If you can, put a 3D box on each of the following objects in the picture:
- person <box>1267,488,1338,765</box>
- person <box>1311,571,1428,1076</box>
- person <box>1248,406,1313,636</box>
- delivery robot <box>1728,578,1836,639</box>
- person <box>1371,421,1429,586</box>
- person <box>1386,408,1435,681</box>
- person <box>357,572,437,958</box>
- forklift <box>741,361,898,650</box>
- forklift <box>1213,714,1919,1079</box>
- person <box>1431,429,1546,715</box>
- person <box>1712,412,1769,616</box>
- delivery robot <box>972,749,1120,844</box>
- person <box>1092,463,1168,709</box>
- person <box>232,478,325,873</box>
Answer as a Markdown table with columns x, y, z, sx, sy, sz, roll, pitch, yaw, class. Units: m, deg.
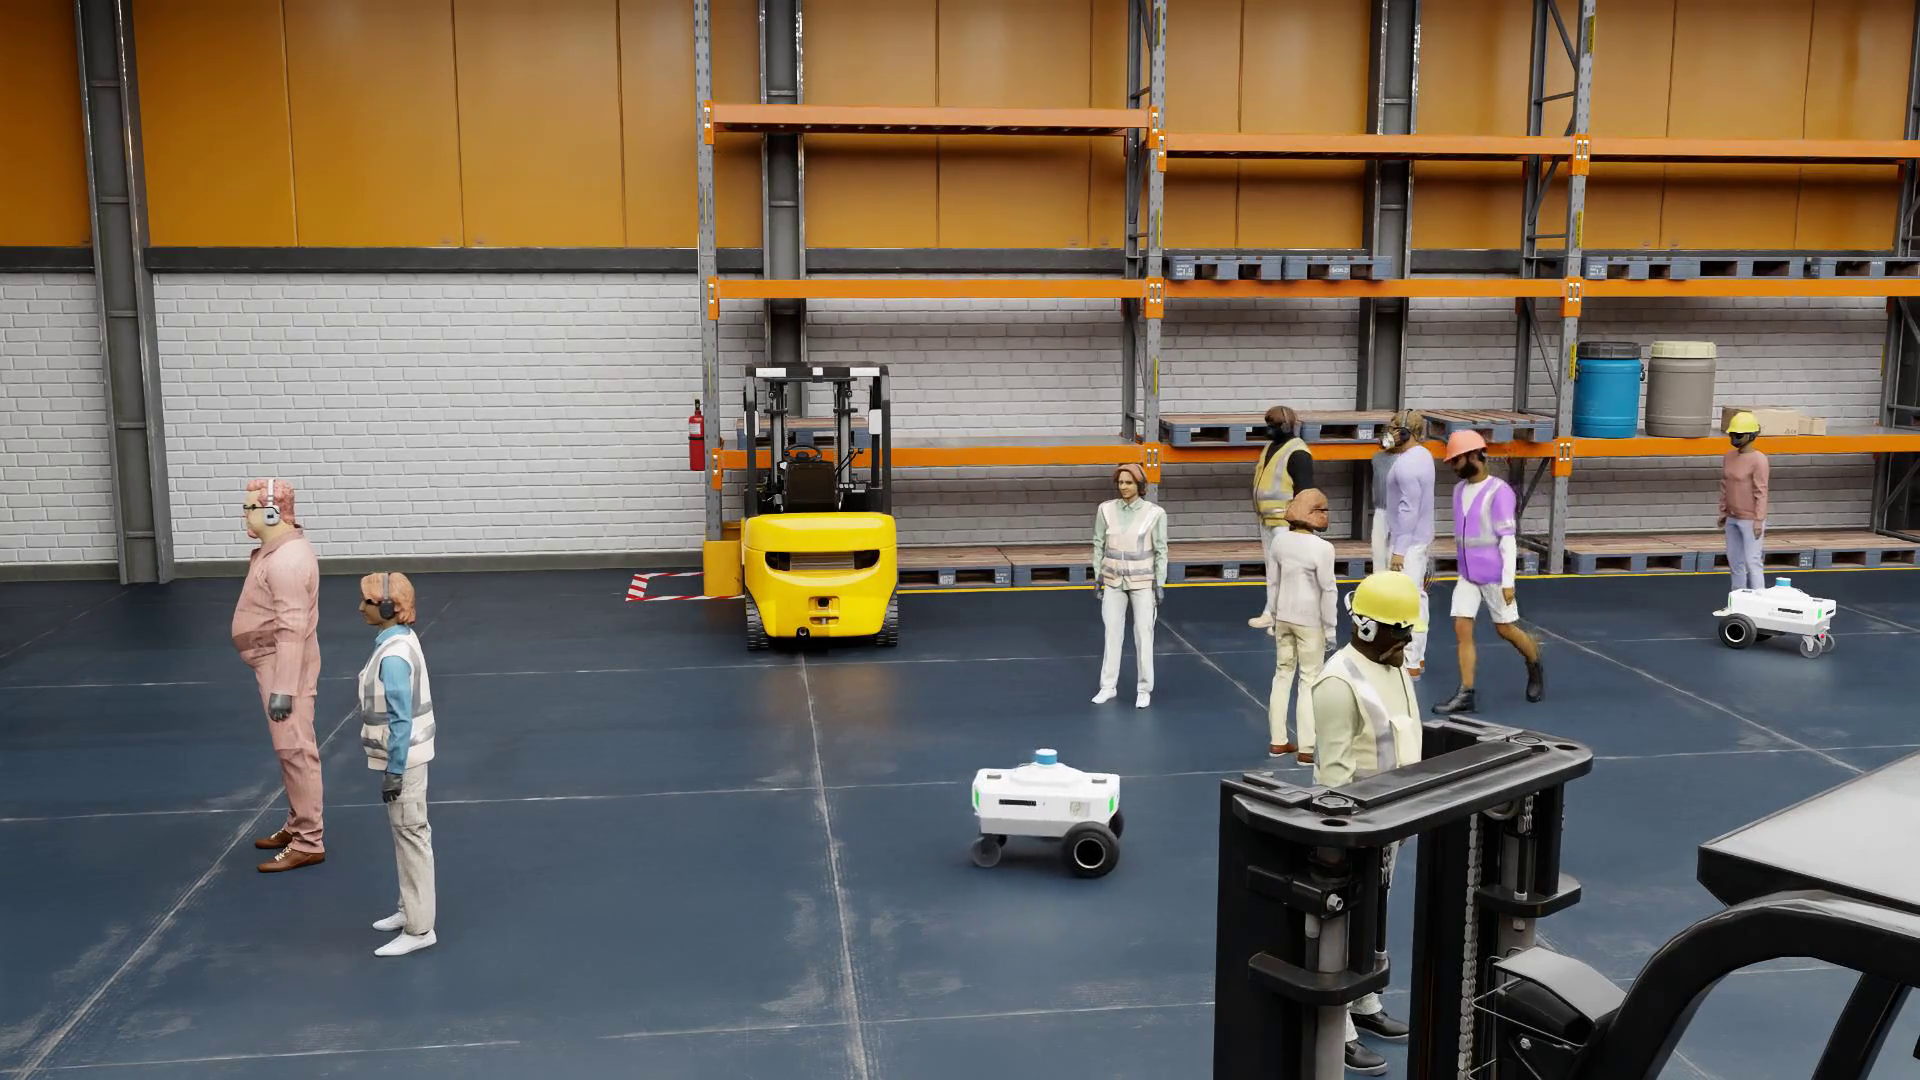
| x | y | z | sx | sy | sz | roll | pitch | yaw | class |
| --- | --- | --- | --- | --- | --- | --- | --- | --- | --- |
| 2.028 | 0.506 | 9.829 | 0.275 | 1.631 | 0.507 | -6 | 11 | -33 | person |
| 1.503 | 1.010 | 6.097 | 0.403 | 1.823 | 0.586 | 6 | 11 | 34 | person |
| 2.560 | -0.160 | 13.344 | 0.429 | 1.839 | 0.633 | -3 | 9 | -16 | person |
| 6.289 | 0.532 | 12.734 | 0.477 | 0.478 | 0.707 | -9 | 13 | -44 | delivery robot |
| 3.877 | -0.257 | 14.698 | 0.714 | 1.611 | 0.504 | -7 | 12 | -38 | person |
| 3.186 | 0.032 | 11.841 | 0.355 | 1.937 | 0.634 | 4 | 10 | 25 | person |
| -2.393 | 0.941 | 7.097 | 0.309 | 1.641 | 0.515 | -3 | 10 | -19 | person |
| -1.154 | -0.340 | 13.365 | 1.214 | 2.155 | 2.313 | -1 | 9 | -7 | forklift |
| 1.441 | 1.425 | 2.350 | 1.214 | 2.155 | 2.313 | -7 | 12 | -39 | forklift |
| 3.534 | 0.203 | 11.013 | 0.924 | 1.873 | 0.607 | -4 | 10 | -26 | person |
| 6.461 | -0.180 | 13.757 | 0.383 | 1.755 | 0.536 | -1 | 9 | -8 | person |
| 0.420 | 1.268 | 8.139 | 0.707 | 0.478 | 0.477 | 1 | 9 | 8 | delivery robot |
| 1.130 | 0.300 | 11.091 | 0.514 | 1.642 | 0.314 | 5 | 10 | 26 | person |
| -3.314 | 0.646 | 8.107 | 0.408 | 1.908 | 0.641 | -4 | 10 | -23 | person |
